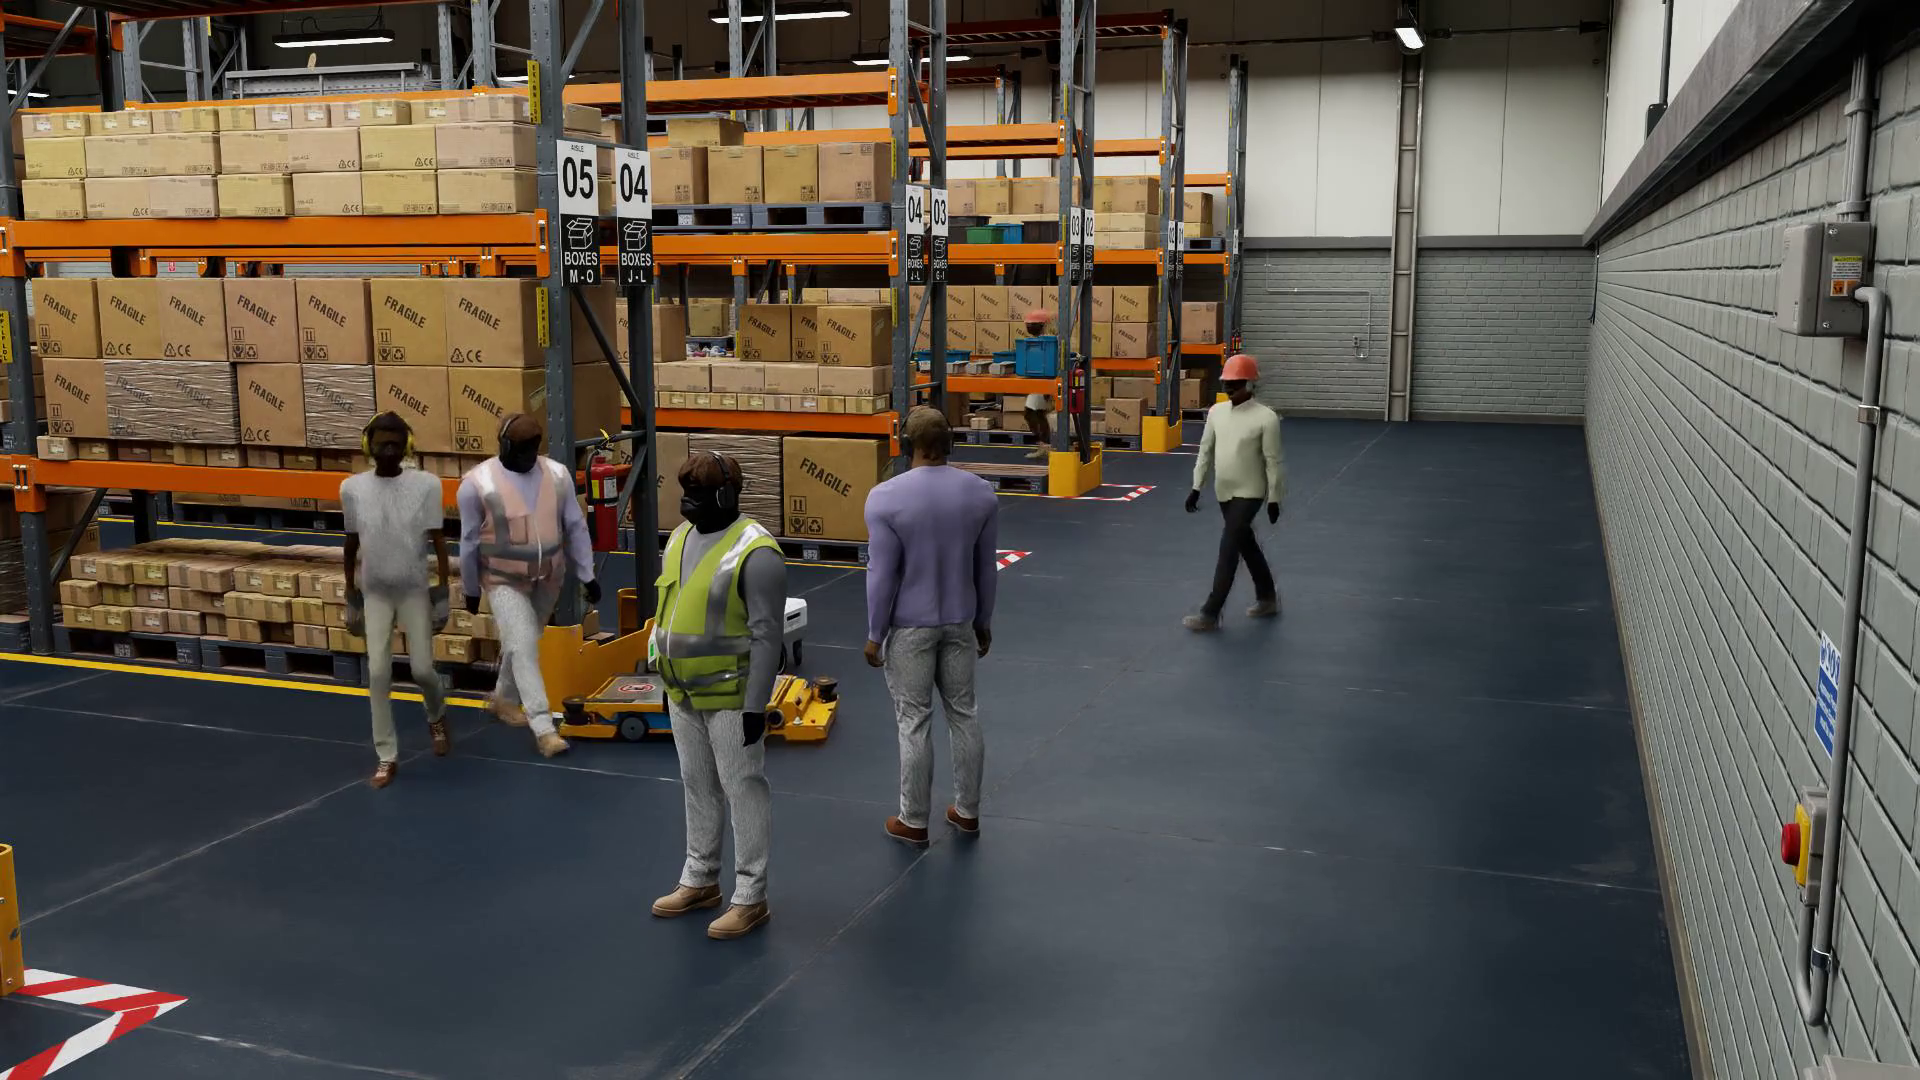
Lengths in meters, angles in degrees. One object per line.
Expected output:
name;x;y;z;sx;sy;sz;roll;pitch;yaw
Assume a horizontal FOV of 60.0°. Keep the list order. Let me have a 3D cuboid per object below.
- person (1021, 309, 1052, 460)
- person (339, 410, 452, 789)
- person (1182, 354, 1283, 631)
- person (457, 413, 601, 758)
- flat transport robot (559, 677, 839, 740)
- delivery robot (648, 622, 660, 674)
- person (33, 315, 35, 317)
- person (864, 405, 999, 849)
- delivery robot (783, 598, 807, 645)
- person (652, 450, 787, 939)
person;1.007;-2.077;22.301;0.602;2.026;0.606;-1;9;-7
person;-2.804;0.271;8.270;0.536;1.853;0.578;-1;9;-9
person;1.989;-0.351;11.856;1.050;1.945;0.603;-6;11;-35
person;-2.338;0.206;8.863;0.668;1.798;0.975;-8;12;-40
flat transport robot;-1.413;0.910;9.150;1.431;0.197;0.652;0;9;2
delivery robot;-1.656;0.609;9.851;0.477;0.478;0.707;-1;9;-6
person;-15.089;-2.763;27.193;0.953;1.850;0.573;2;9;11
person;-0.126;0.378;7.282;0.633;1.936;0.353;-5;10;-27
delivery robot;-1.245;0.518;10.419;0.477;0.478;0.707;4;10;22
person;-0.936;0.578;6.337;0.627;1.844;0.429;8;12;42
